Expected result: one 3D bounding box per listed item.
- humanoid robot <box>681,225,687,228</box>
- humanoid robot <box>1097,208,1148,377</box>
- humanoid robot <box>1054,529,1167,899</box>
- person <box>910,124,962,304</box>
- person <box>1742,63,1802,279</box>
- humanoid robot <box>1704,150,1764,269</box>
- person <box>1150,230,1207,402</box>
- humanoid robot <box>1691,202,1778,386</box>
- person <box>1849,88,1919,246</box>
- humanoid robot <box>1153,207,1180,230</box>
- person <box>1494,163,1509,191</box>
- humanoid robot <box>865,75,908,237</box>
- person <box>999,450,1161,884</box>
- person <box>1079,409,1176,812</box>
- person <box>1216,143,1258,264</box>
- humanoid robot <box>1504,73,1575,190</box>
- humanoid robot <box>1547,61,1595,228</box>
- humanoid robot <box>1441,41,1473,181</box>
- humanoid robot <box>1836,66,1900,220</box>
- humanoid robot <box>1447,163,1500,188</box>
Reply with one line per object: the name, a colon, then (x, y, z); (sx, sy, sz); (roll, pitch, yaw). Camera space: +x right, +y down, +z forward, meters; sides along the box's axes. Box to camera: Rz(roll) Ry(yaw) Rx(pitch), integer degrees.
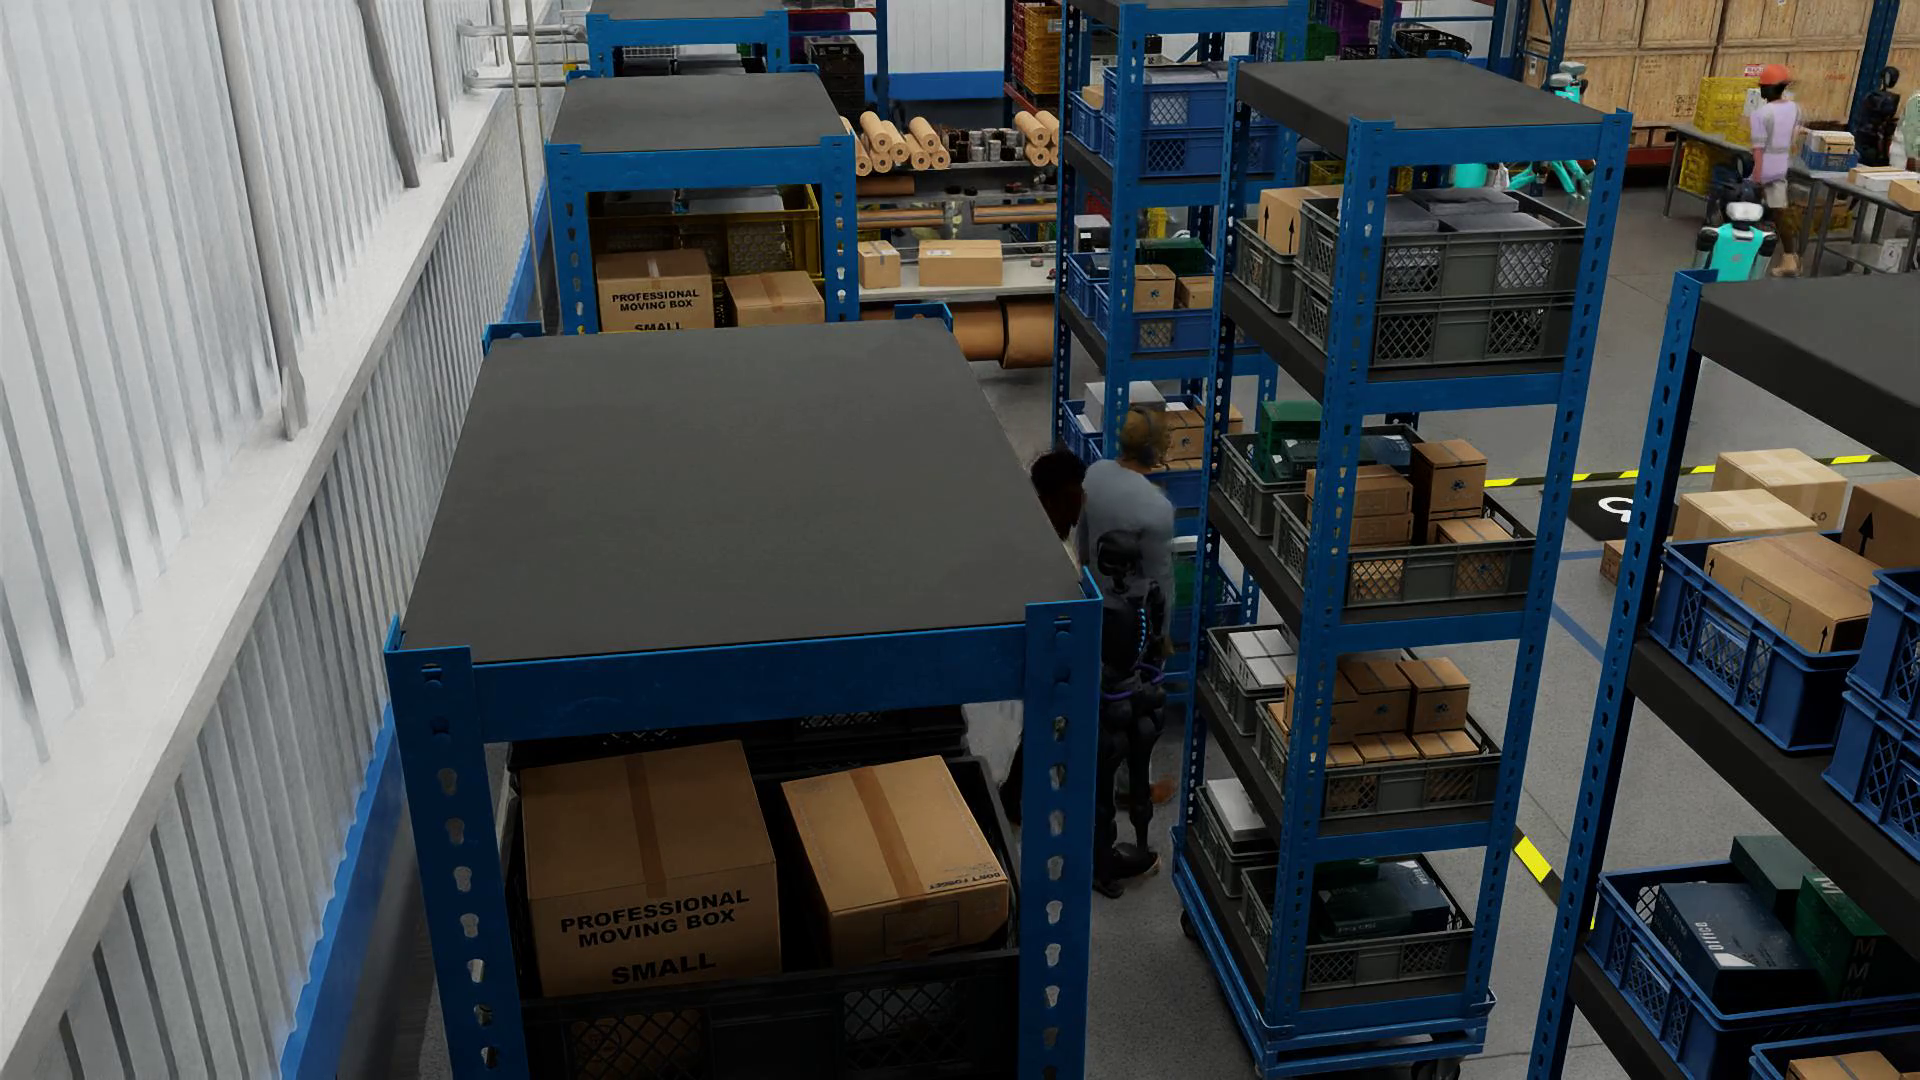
humanoid robot: (-2.746, -3.629, 16.458); (0.798, 1.793, 0.531); (-22, 32, -39)
humanoid robot: (1.267, -2.081, 13.140); (0.421, 1.637, 0.609); (15, 28, 29)
humanoid robot: (0.655, 0.725, 7.018); (0.599, 1.657, 0.315); (-19, 31, -36)
person: (-0.198, -2.572, 14.018); (0.431, 1.837, 0.621); (-10, 27, -21)
person: (7.741, -3.530, 15.926); (0.604, 1.990, 1.093); (-9, 26, -18)
humanoid robot: (6.438, -2.484, 14.037); (0.600, 1.640, 0.610); (-8, 26, -16)
person: (1.410, -1.106, 10.808); (0.589, 1.852, 0.368); (-4, 25, -8)
humanoid robot: (5.436, -1.620, 12.106); (0.557, 1.814, 0.787); (3, 25, 7)
person: (9.679, -3.938, 16.930); (0.551, 1.892, 0.803); (22, 33, 39)
humanoid robot: (2.152, -4.185, 17.591); (0.530, 1.749, 0.718); (-17, 30, -32)
person: (4.641, -2.919, 14.767); (0.404, 1.836, 0.589); (2, 25, 4)
humanoid robot: (-0.798, -4.045, 17.438); (0.610, 1.633, 0.704); (-17, 30, -32)
person: (0.499, 0.541, 7.174); (0.756, 1.901, 0.655); (3, 25, 6)
person: (0.761, 0.320, 7.627); (0.364, 1.929, 0.651); (-13, 28, -27)
person: (2.683, -3.594, 16.217); (0.586, 1.851, 0.903); (-3, 25, -7)
humanoid robot: (5.716, -3.857, 16.818); (0.754, 1.697, 0.534); (6, 25, 12)
humanoid robot: (6.380, -4.012, 17.261); (0.532, 1.804, 0.670); (-16, 29, -31)
humanoid robot: (5.773, -4.954, 19.364); (0.315, 1.657, 0.599); (7, 26, 15)
humanoid robot: (9.714, -4.226, 17.812); (0.601, 1.640, 0.322); (-8, 26, -18)
humanoid robot: (4.241, -2.657, 14.405); (0.699, 1.863, 0.552); (-14, 28, -28)
